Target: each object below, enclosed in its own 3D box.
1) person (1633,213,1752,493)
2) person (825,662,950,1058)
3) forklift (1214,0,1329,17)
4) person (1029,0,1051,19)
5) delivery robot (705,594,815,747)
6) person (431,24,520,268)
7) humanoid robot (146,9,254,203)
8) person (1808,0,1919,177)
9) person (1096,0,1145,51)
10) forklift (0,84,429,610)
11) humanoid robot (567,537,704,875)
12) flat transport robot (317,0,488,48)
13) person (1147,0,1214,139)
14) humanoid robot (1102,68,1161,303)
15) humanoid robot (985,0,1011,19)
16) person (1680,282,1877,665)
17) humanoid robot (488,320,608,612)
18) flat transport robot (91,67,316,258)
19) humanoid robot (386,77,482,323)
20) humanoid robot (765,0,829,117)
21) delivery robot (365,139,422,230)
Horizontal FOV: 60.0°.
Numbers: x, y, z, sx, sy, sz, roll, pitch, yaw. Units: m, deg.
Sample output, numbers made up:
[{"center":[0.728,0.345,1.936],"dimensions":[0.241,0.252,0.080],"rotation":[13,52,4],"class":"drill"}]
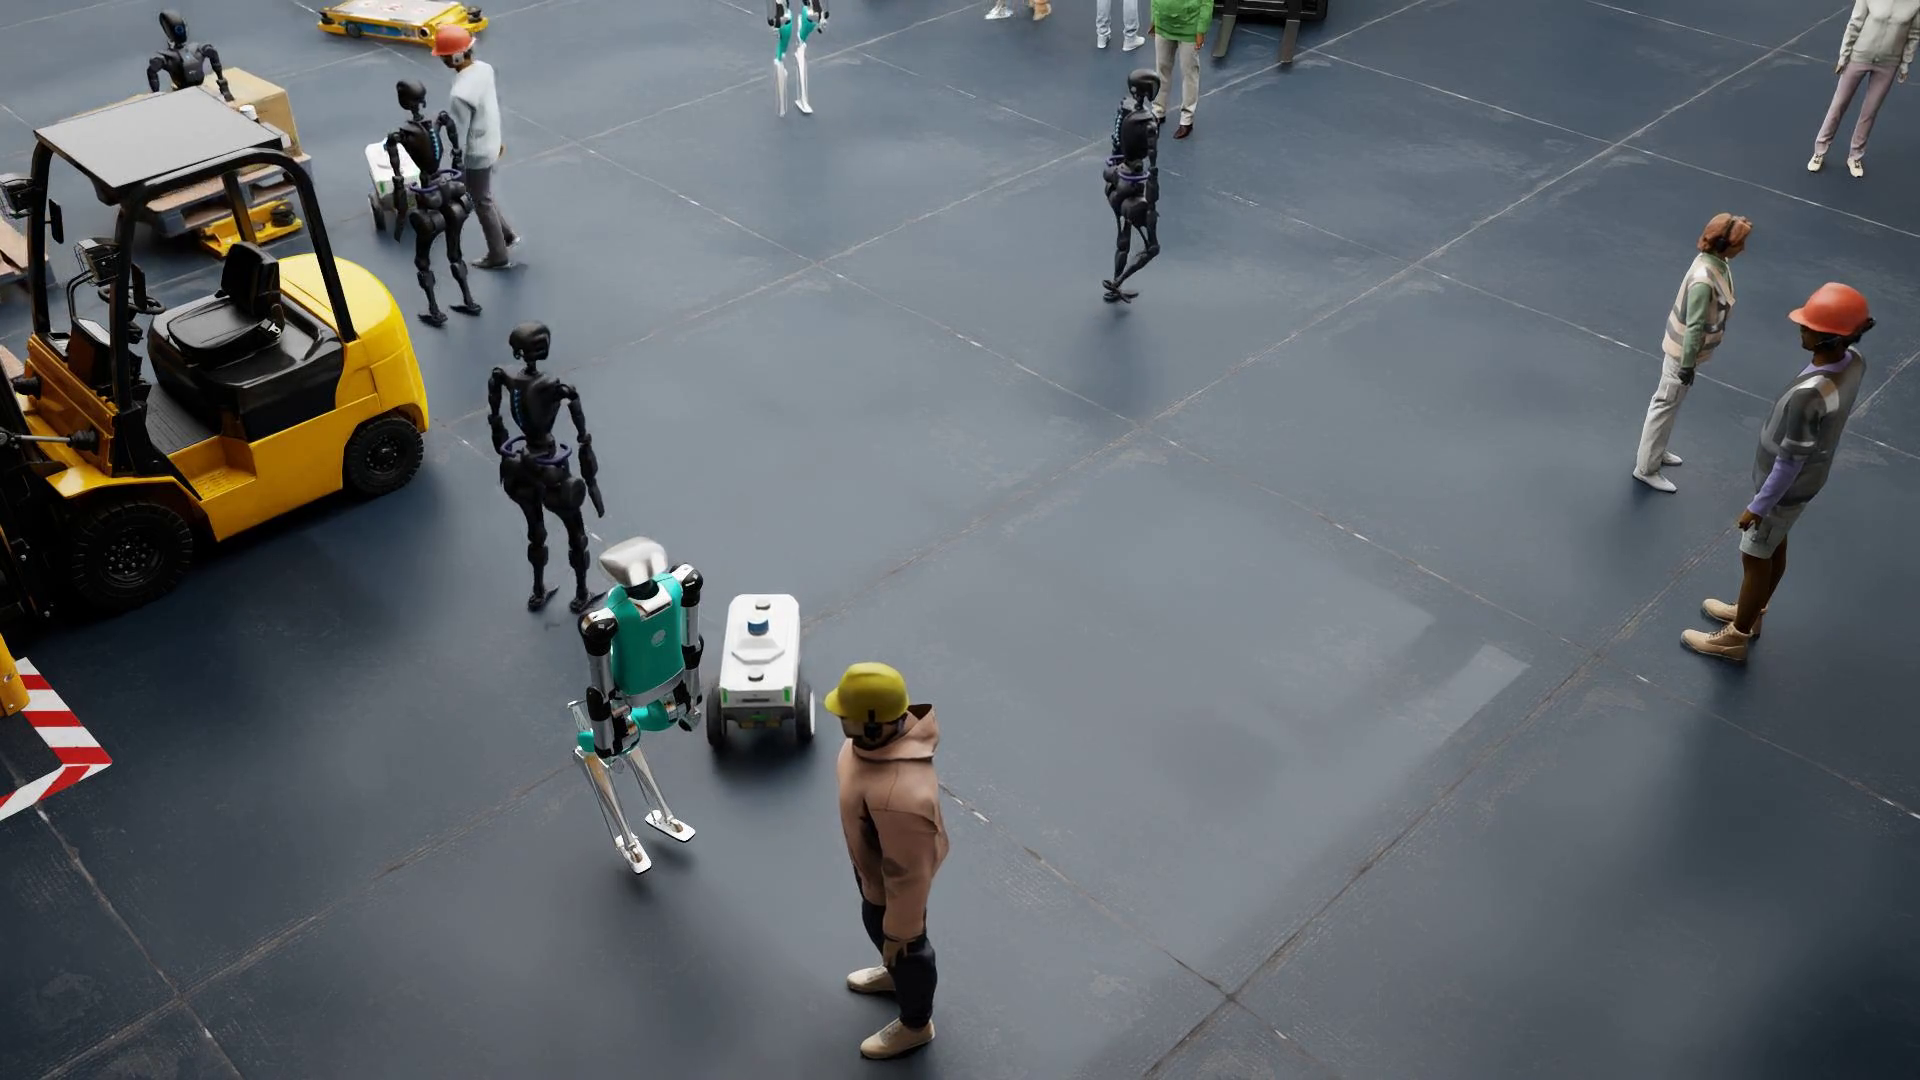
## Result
[{"center":[4.059,-1.054,9.263],"dimensions":[0.306,1.637,0.510],"rotation":[17,40,21],"class":"person"},{"center":[-0.245,1.171,6.094],"dimensions":[0.422,1.866,0.806],"rotation":[-6,37,-8],"class":"person"},{"center":[3.106,-6.400,15.960],"dimensions":[1.214,2.155,2.313],"rotation":[8,37,10],"class":"forklift"},{"center":[0.839,-5.807,15.517],"dimensions":[0.546,1.765,0.645],"rotation":[14,39,18],"class":"person"},{"center":[-0.948,0.609,7.949],"dimensions":[0.499,0.602,0.806],"rotation":[-1,37,-1],"class":"delivery robot"},{"center":[-3.325,-2.666,11.334],"dimensions":[0.402,1.733,0.570],"rotation":[1,37,2],"class":"person"},{"center":[-5.331,-2.915,11.733],"dimensions":[0.656,1.636,0.602],"rotation":[27,45,31],"class":"humanoid robot"},{"center":[6.920,-3.610,12.588],"dimensions":[0.523,1.757,0.333],"rotation":[12,39,16],"class":"person"},{"center":[1.425,-5.309,14.731],"dimensions":[0.587,1.914,0.393],"rotation":[14,39,18],"class":"person"},{"center":[-4.145,-1.093,8.856],"dimensions":[2.313,2.155,1.214],"rotation":[-31,47,-34],"class":"forklift"},{"center":[-1.392,0.611,6.838],"dimensions":[0.533,1.681,0.735],"rotation":[-31,47,-34],"class":"humanoid robot"},{"center":[-5.196,-4.846,15.484],"dimensions":[1.431,0.231,0.659],"rotation":[13,39,16],"class":"flat transport robot"},{"center":[1.742,-4.097,13.217],"dimensions":[0.538,1.784,0.386],"rotation":[26,44,30],"class":"person"},{"center":[1.101,-2.303,10.905],"dimensions":[0.378,1.651,0.614],"rotation":[-14,39,-18],"class":"humanoid robot"},{"center":[0.353,-5.719,15.418],"dimensions":[0.775,1.754,0.530],"rotation":[-4,37,-5],"class":"humanoid robot"},{"center":[3.901,-0.295,7.913],"dimensions":[0.373,2.043,0.604],"rotation":[27,45,31],"class":"person"},{"center":[-2.065,-0.349,8.292],"dimensions":[0.610,1.651,0.365],"rotation":[13,39,17],"class":"humanoid robot"},{"center":[-5.553,-2.483,12.320],"dimensions":[1.431,0.231,0.659],"rotation":[27,45,32],"class":"flat transport robot"},{"center":[-3.403,-2.194,10.750],"dimensions":[0.342,1.647,0.591],"rotation":[23,43,28],"class":"humanoid robot"},{"center":[-1.370,-4.297,13.577],"dimensions":[0.540,1.869,0.679],"rotation":[-12,38,-15],"class":"humanoid robot"},{"center":[-4.168,-2.668,12.338],"dimensions":[0.499,0.606,0.808],"rotation":[-15,39,-19],"class":"delivery robot"}]
